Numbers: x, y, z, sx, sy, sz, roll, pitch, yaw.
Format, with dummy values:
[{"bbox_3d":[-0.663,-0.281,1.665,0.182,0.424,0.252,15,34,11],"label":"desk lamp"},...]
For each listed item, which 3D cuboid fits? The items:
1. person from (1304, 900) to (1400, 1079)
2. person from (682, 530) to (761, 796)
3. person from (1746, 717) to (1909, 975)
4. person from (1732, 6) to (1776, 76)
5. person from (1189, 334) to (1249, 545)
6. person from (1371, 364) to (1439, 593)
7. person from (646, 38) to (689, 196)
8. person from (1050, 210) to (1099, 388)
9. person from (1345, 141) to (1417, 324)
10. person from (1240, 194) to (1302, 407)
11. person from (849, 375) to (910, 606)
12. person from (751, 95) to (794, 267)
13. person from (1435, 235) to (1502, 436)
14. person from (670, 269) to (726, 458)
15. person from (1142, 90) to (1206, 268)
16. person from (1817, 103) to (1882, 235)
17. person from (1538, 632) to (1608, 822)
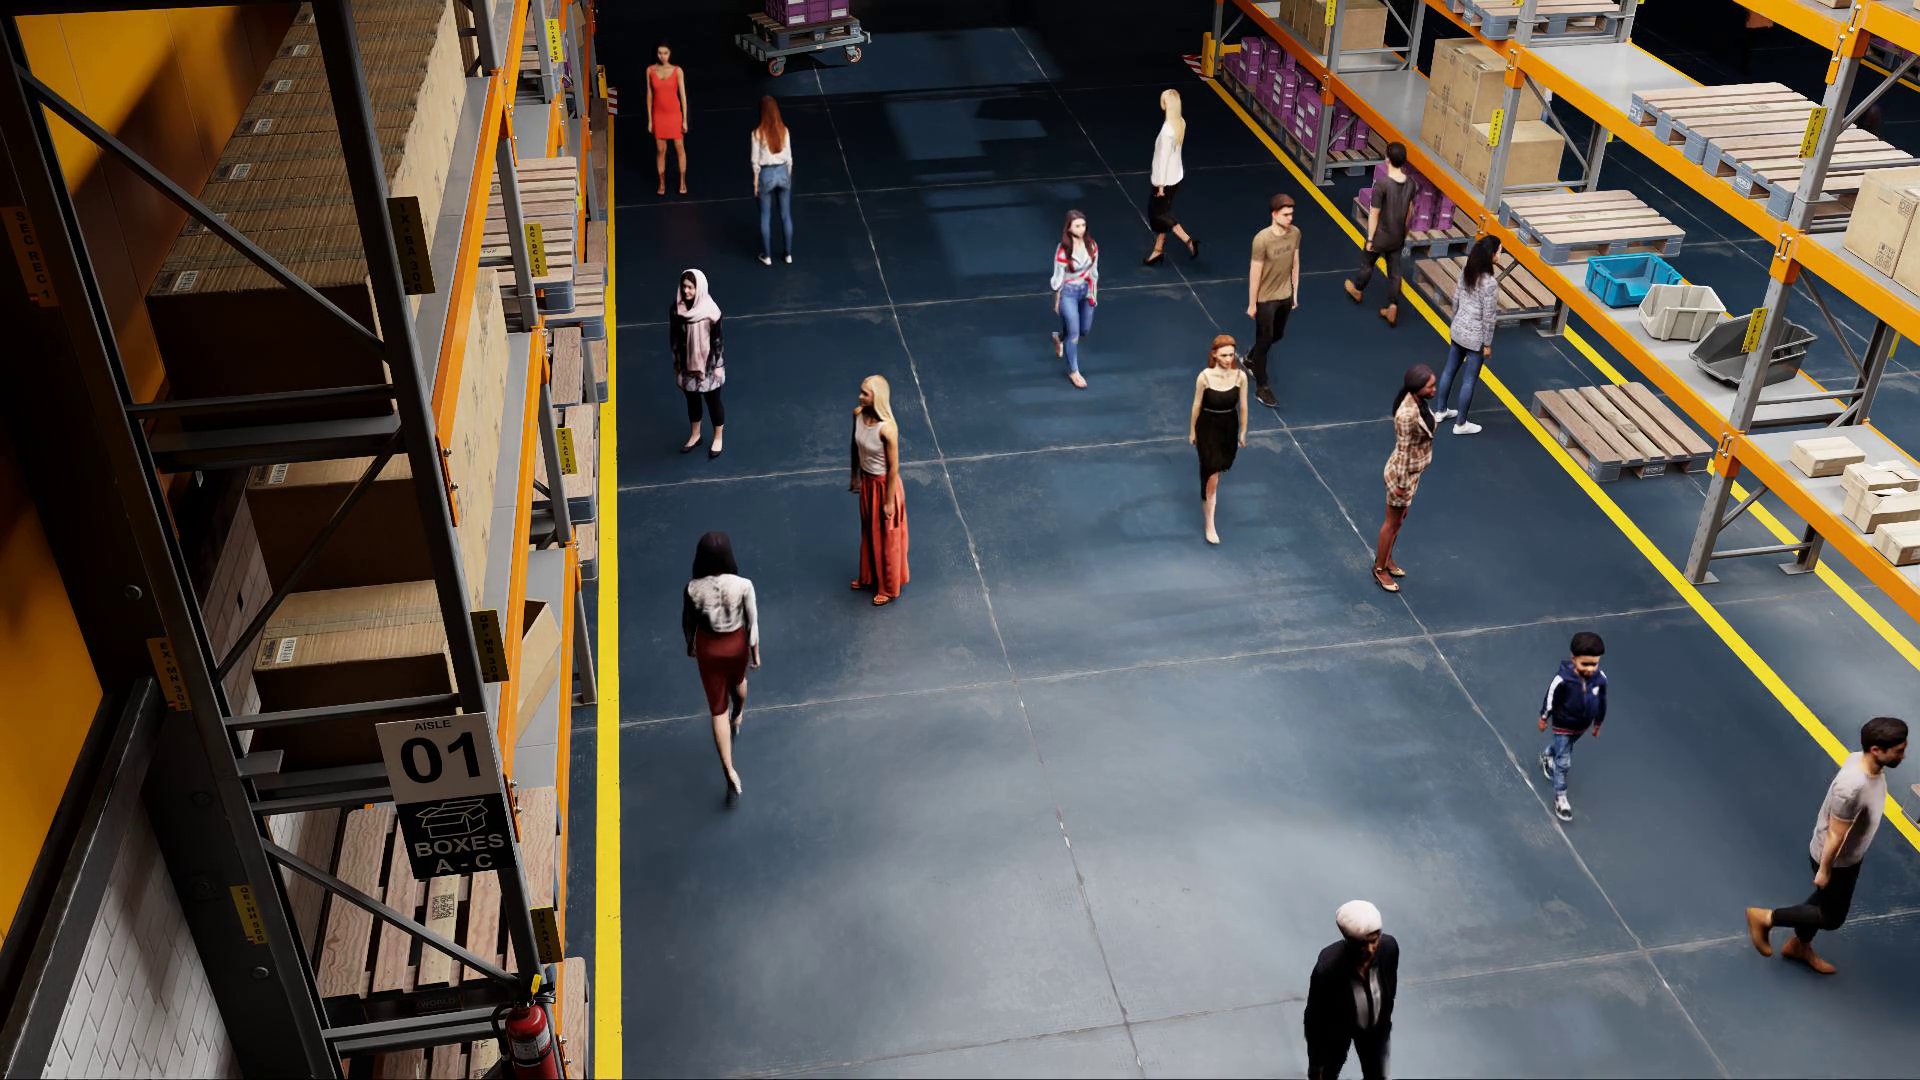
[{"bbox_3d":[1.889,2.301,8.055,0.773,1.763,0.642,-9,35,-13],"label":"person"},{"bbox_3d":[-1.446,0.770,10.148,0.608,1.709,1.055,-5,34,-7],"label":"person"},{"bbox_3d":[4.610,1.615,8.875,0.896,1.710,0.830,26,41,33],"label":"person"},{"bbox_3d":[10.454,-7.022,21.868,0.732,1.712,0.854,-8,35,-12],"label":"person"},{"bbox_3d":[1.947,-0.850,12.689,0.630,1.594,1.066,-3,34,-5],"label":"person"},{"bbox_3d":[3.174,-0.456,11.915,0.739,1.795,0.660,16,37,22],"label":"person"},{"bbox_3d":[-3.210,-4.674,18.331,0.637,1.716,0.595,-1,34,-1],"label":"person"},{"bbox_3d":[0.977,-2.170,14.668,0.759,1.601,0.951,-16,37,-22],"label":"person"},{"bbox_3d":[4.049,-2.845,15.620,0.694,1.671,1.051,-8,35,-12],"label":"person"},{"bbox_3d":[2.668,-2.130,14.378,0.883,1.856,1.052,-19,38,-26],"label":"person"},{"bbox_3d":[-0.567,-0.367,11.775,0.782,1.802,0.675,-22,40,-30],"label":"person"},{"bbox_3d":[-1.877,-3.607,16.719,0.622,1.724,0.601,-13,36,-19],"label":"person"},{"bbox_3d":[4.254,-1.724,13.877,0.720,1.734,0.541,-14,36,-20],"label":"person"},{"bbox_3d":[-2.126,-1.459,13.566,0.734,1.638,0.762,9,35,14],"label":"person"},{"bbox_3d":[2.134,-3.526,16.491,0.975,1.841,0.953,16,37,22],"label":"person"},{"bbox_3d":[8.896,-3.495,16.596,0.599,1.674,0.612,-3,34,-4],"label":"person"},{"bbox_3d":[3.734,1.058,10.177,0.578,1.197,0.835,-2,34,-3],"label":"person"}]
